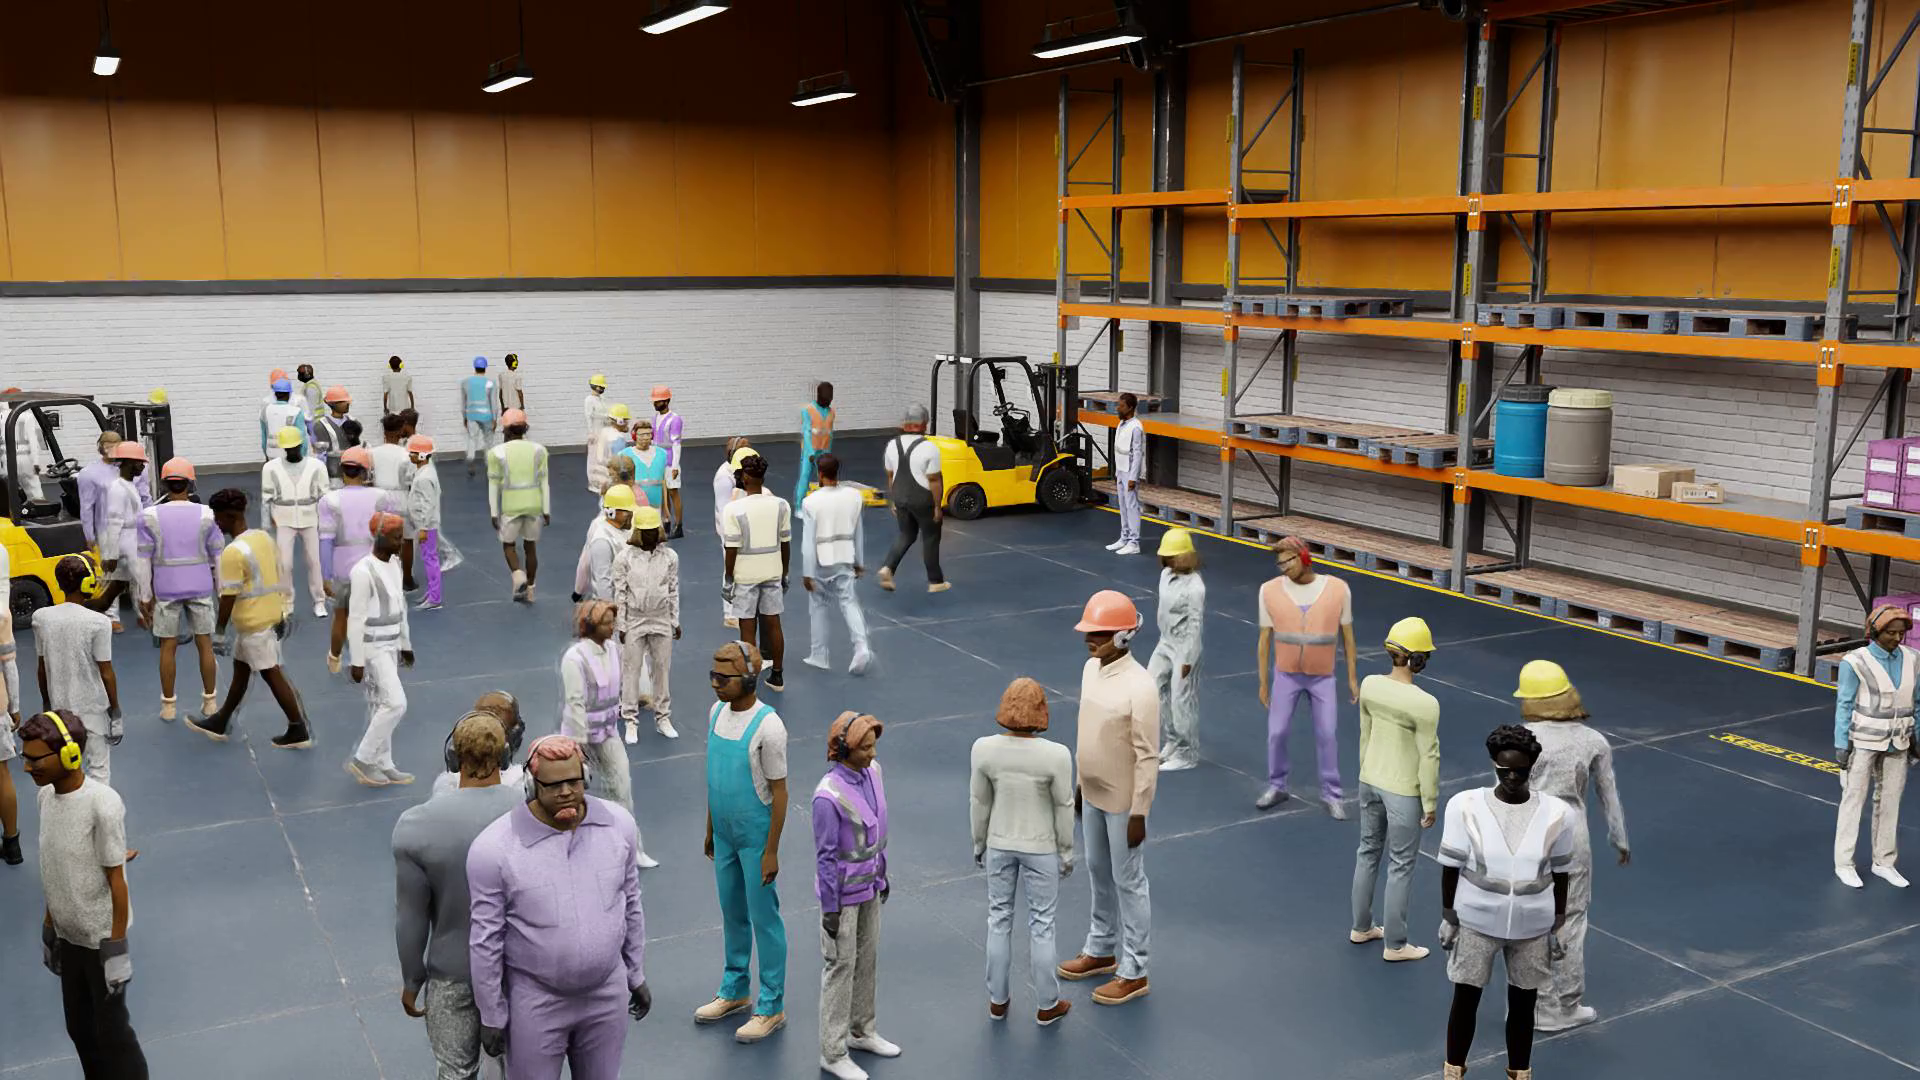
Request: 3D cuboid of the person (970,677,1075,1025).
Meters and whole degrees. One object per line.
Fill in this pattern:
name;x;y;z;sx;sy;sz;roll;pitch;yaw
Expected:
person;0.292;1.441;7.736;0.498;1.634;0.284;4;11;20

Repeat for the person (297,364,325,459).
person;-10.156;-1.832;26.014;0.430;1.836;0.626;-4;10;-20

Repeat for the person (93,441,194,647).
person;-7.560;0.056;15.058;0.933;1.884;0.552;-4;11;-23

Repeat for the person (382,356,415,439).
person;-9.309;-2.119;27.601;0.518;1.857;0.326;-4;11;-21

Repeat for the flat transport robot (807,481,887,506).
flat transport robot;-1.640;-0.670;23.812;0.652;0.197;1.431;-5;11;-27

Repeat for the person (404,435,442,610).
person;-5.382;-0.180;16.710;0.318;1.756;0.562;-3;10;-18

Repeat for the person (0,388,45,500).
person;-12.078;-1.043;21.440;0.607;1.836;0.941;0;10;0

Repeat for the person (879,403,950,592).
person;-0.454;-0.435;17.366;0.698;2.000;0.784;8;12;38

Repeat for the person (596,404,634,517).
person;-4.009;-0.710;19.653;0.822;1.794;0.606;-5;11;-27

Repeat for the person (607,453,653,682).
person;-2.738;0.239;13.798;0.370;1.934;0.627;-4;11;-23

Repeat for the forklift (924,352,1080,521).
forklift;0.460;-1.461;22.833;2.313;2.155;1.214;-5;11;-28

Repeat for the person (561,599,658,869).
person;-2.200;1.114;9.719;0.851;1.598;0.497;5;11;28

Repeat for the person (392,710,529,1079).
person;-1.741;1.576;6.134;0.636;1.928;0.383;-5;11;-25

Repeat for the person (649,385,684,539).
person;-3.688;-0.972;20.784;0.387;1.930;0.545;-10;14;-44

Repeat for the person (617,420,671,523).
person;-3.313;-0.340;17.379;0.569;1.843;0.374;-7;12;-36

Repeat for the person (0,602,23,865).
person;-5.740;0.971;9.606;0.550;1.925;0.390;-9;13;-41

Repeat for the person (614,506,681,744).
person;-2.277;0.614;12.180;0.483;1.745;0.300;-5;11;-26

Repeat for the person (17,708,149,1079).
person;-3.392;1.556;6.454;0.527;1.856;0.331;6;12;31

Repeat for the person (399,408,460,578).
person;-5.961;-0.511;18.342;0.722;1.908;0.616;-4;11;-22

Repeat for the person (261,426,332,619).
person;-6.445;-0.166;16.195;0.681;1.914;0.430;-4;11;-22

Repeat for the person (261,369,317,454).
person;-9.310;-1.403;23.123;0.675;1.996;1.027;-3;10;-17

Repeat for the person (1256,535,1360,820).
person;2.218;0.857;10.567;0.643;1.829;0.389;2;10;12

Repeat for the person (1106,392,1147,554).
person;2.005;-0.794;19.794;0.391;1.917;0.592;-3;10;-15

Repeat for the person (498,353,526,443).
person;-7.546;-2.214;28.103;0.516;1.872;0.327;5;11;25

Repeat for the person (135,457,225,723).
person;-5.938;0.379;12.730;0.615;2.029;0.409;-5;11;-26

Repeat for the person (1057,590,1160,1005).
person;0.720;1.217;7.995;0.395;1.992;0.617;-5;11;-26

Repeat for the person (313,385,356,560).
person;-7.171;-0.776;19.316;0.372;2.043;0.615;4;11;24

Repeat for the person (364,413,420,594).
person;-5.863;-0.341;17.134;0.610;1.939;0.842;1;10;5

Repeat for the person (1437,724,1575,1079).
person;2.225;1.570;6.814;0.539;1.695;0.319;2;10;9

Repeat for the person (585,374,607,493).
person;-5.400;-1.593;24.836;0.320;1.766;0.523;3;10;15

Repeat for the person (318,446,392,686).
person;-5.021;0.223;13.849;0.615;1.986;0.995;-6;12;-32

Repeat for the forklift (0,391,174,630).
forklift;-9.026;-0.363;16.508;1.214;2.155;2.313;6;11;29

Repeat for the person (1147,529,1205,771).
person;1.485;0.759;11.392;0.391;1.716;0.507;-5;11;-25

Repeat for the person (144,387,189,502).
person;-11.050;-1.253;22.977;0.598;1.732;0.492;8;13;39

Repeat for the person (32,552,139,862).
person;-5.088;0.999;9.642;0.512;1.861;0.325;1;10;8

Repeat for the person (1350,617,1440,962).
person;2.229;1.256;8.455;0.337;1.757;0.518;-6;12;-32

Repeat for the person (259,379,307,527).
person;-8.788;-1.127;21.663;0.603;1.938;0.417;1;10;6

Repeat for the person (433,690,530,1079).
person;-1.876;1.529;6.725;0.509;1.826;0.586;0;10;1

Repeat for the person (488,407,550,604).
person;-4.441;-0.328;16.827;0.610;2.026;0.599;-5;11;-27

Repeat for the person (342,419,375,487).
person;-6.982;-0.588;19.336;0.583;1.688;0.477;3;10;18

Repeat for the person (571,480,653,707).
person;-2.757;0.403;13.286;0.978;1.776;0.625;7;12;37

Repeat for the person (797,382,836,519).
person;-1.854;-1.161;22.108;0.626;1.841;1.025;-9;13;-42

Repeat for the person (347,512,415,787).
person;-3.856;0.736;11.120;0.410;1.870;0.578;0;10;0

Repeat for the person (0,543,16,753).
person;-6.972;0.619;11.706;0.636;1.903;0.405;5;11;27

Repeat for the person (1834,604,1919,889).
person;5.166;1.157;9.384;0.527;1.631;0.320;-2;10;-9

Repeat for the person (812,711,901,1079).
person;-0.471;1.532;7.228;0.319;1.631;0.524;4;11;23

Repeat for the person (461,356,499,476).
person;-7.668;-1.968;26.520;0.606;1.926;0.776;0;10;-2

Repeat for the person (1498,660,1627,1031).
person;2.770;1.413;7.667;0.625;1.724;0.392;0;10;2

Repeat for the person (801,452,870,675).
person;-1.042;0.205;14.161;0.619;1.893;0.835;-6;12;-31

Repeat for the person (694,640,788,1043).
person;-0.993;1.359;7.602;0.506;1.846;0.345;9;13;42

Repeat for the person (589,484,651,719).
person;-2.621;0.470;12.803;0.403;1.819;0.602;1;10;8

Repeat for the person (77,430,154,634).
person;-7.922;-0.080;15.660;0.374;1.929;0.636;9;14;43

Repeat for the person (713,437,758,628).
person;-2.113;-0.072;15.892;0.429;1.832;0.634;2;10;12

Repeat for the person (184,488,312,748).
person;-5.173;0.576;11.915;1.009;1.906;0.631;0;10;-1

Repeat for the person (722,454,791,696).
person;-1.649;0.280;13.464;0.613;1.964;0.361;-7;12;-34

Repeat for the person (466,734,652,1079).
person;-1.403;1.617;5.941;0.654;1.906;0.406;-7;12;-36

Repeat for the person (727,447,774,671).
person;-1.792;0.164;14.240;0.381;1.928;0.587;-9;13;-41
